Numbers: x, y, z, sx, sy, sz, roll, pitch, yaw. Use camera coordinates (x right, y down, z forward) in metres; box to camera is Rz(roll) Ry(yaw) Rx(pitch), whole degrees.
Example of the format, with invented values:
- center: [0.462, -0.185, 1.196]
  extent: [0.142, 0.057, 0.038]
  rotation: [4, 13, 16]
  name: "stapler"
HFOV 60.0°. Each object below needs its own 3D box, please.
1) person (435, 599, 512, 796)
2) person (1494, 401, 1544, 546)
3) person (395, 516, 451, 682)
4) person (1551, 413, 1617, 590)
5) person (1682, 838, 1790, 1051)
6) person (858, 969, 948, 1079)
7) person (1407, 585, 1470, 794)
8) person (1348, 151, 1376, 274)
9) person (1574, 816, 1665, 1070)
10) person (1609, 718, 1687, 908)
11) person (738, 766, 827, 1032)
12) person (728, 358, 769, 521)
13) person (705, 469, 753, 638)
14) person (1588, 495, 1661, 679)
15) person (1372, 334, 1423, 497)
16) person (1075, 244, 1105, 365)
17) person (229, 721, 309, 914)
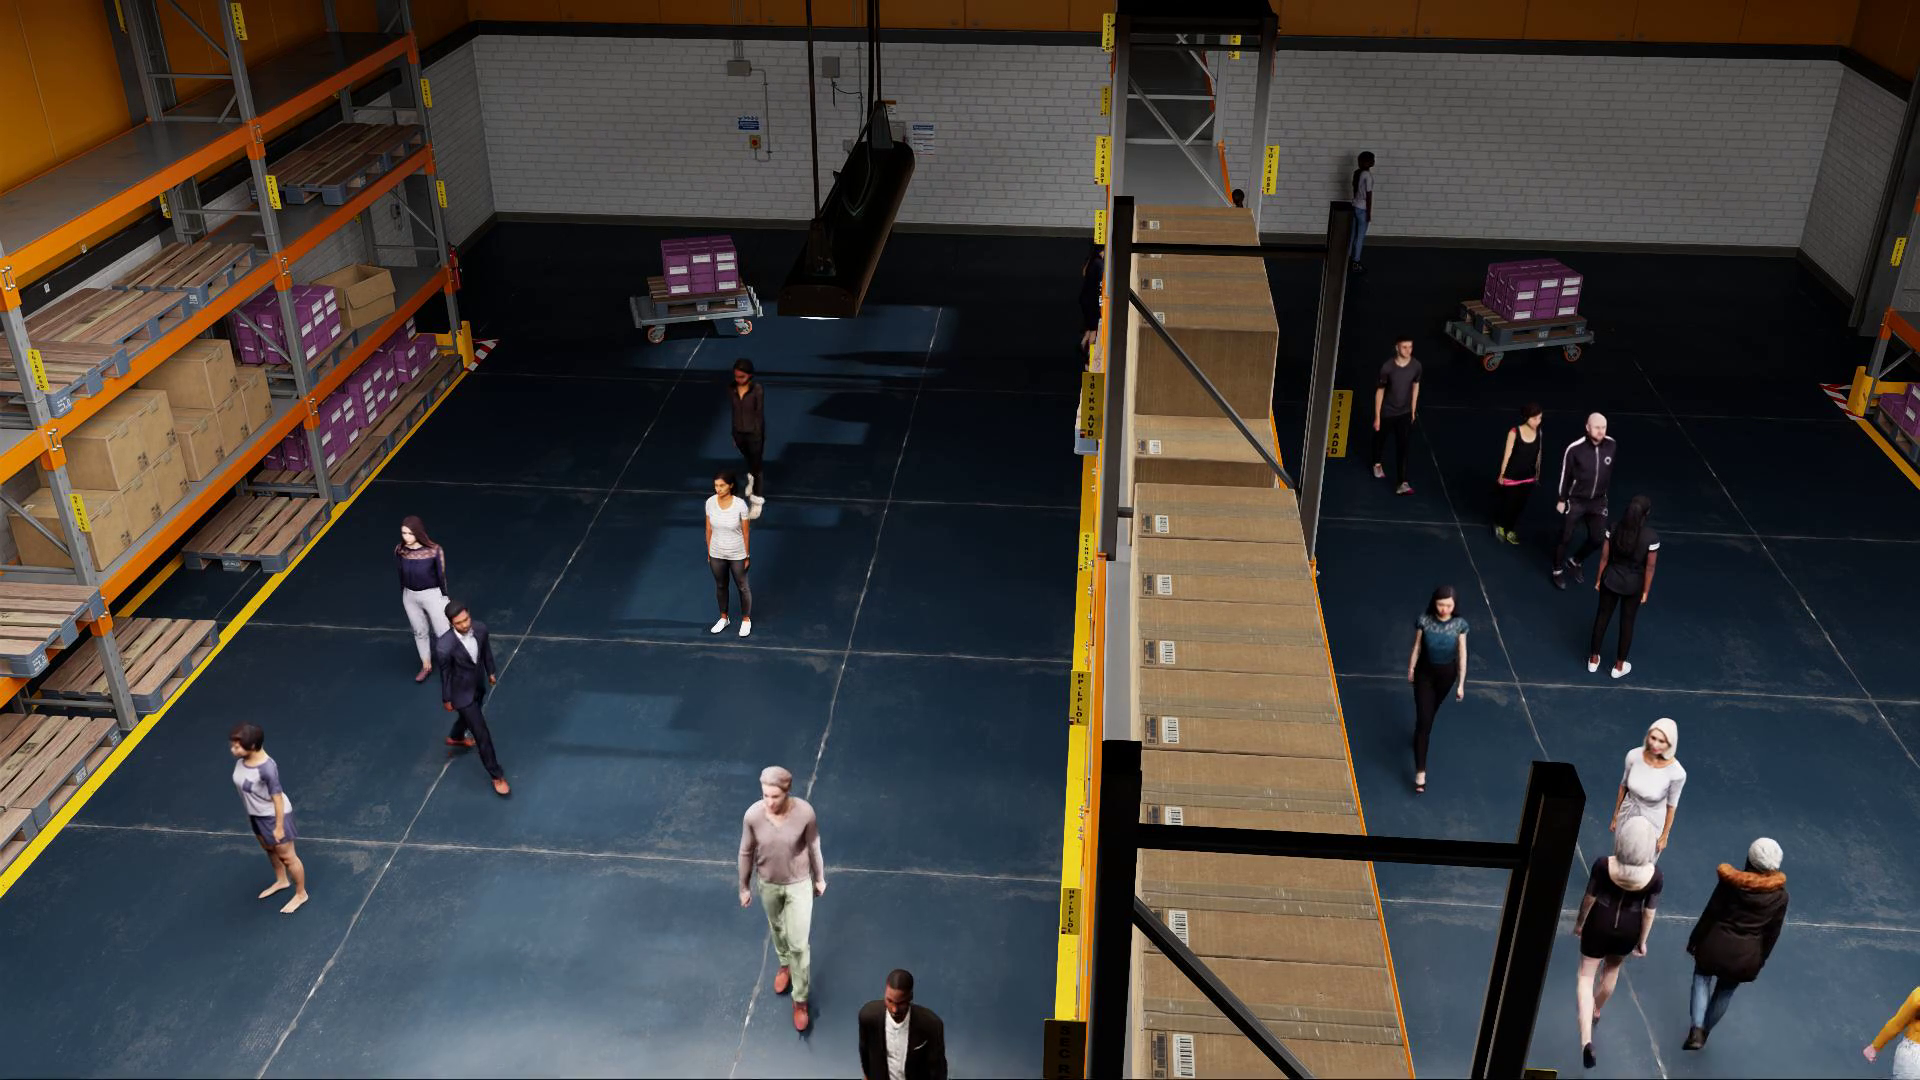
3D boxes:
- center: [-3.907, 1.162, 13.056]
  extent: [1.058, 1.672, 1.156]
  rotation: [13, 31, 22]
  name: "person"
- center: [5.533, -0.697, 16.601]
  extent: [0.634, 1.542, 0.656]
  rotation: [-8, 30, -14]
  name: "person"
- center: [-4.608, 0.513, 14.316]
  extent: [0.596, 1.606, 0.517]
  rotation: [4, 29, 7]
  name: "person"
- center: [5.861, -0.411, 15.783]
  extent: [0.753, 1.822, 0.717]
  rotation: [-4, 29, -7]
  name: "person"
- center: [4.847, 2.618, 10.446]
  extent: [0.764, 1.617, 0.844]
  rotation: [9, 30, 15]
  name: "person"
- center: [-0.306, 3.065, 9.496]
  extent: [0.691, 1.742, 1.220]
  rotation: [4, 29, 7]
  name: "person"
- center: [3.769, 1.071, 13.211]
  extent: [0.659, 1.683, 1.118]
  rotation: [6, 29, 10]
  name: "person"
- center: [5.719, -4.702, 23.758]
  extent: [0.703, 1.719, 0.564]
  rotation: [-7, 29, -12]
  name: "person"
- center: [4.082, 2.522, 10.416]
  extent: [0.746, 1.812, 1.095]
  rotation: [9, 30, 15]
  name: "person"
- center: [4.728, 1.955, 11.524]
  extent: [0.649, 1.747, 0.688]
  rotation: [24, 37, 37]
  name: "person"
- center: [-1.141, 2.204, 10.960]
  extent: [0.686, 1.851, 0.893]
  rotation: [3, 29, 5]
  name: "person"
- center: [-2.240, -1.043, 17.116]
  extent: [1.075, 1.656, 0.726]
  rotation: [3, 29, 5]
  name: "person"
- center: [-2.084, 0.101, 15.028]
  extent: [0.596, 1.647, 0.570]
  rotation: [7, 29, 12]
  name: "person"
- center: [5.747, 0.386, 14.421]
  extent: [0.699, 1.728, 0.718]
  rotation: [19, 34, 30]
  name: "person"
- center: [4.582, -1.374, 17.660]
  extent: [0.787, 1.716, 1.184]
  rotation: [-2, 29, -4]
  name: "person"
- center: [1.603, -2.941, 20.590]
  extent: [0.848, 1.661, 0.719]
  rotation: [-7, 29, -12]
  name: "person"
- center: [-4.899, 1.922, 11.772]
  extent: [0.649, 1.568, 0.682]
  rotation: [21, 35, 34]
  name: "person"
